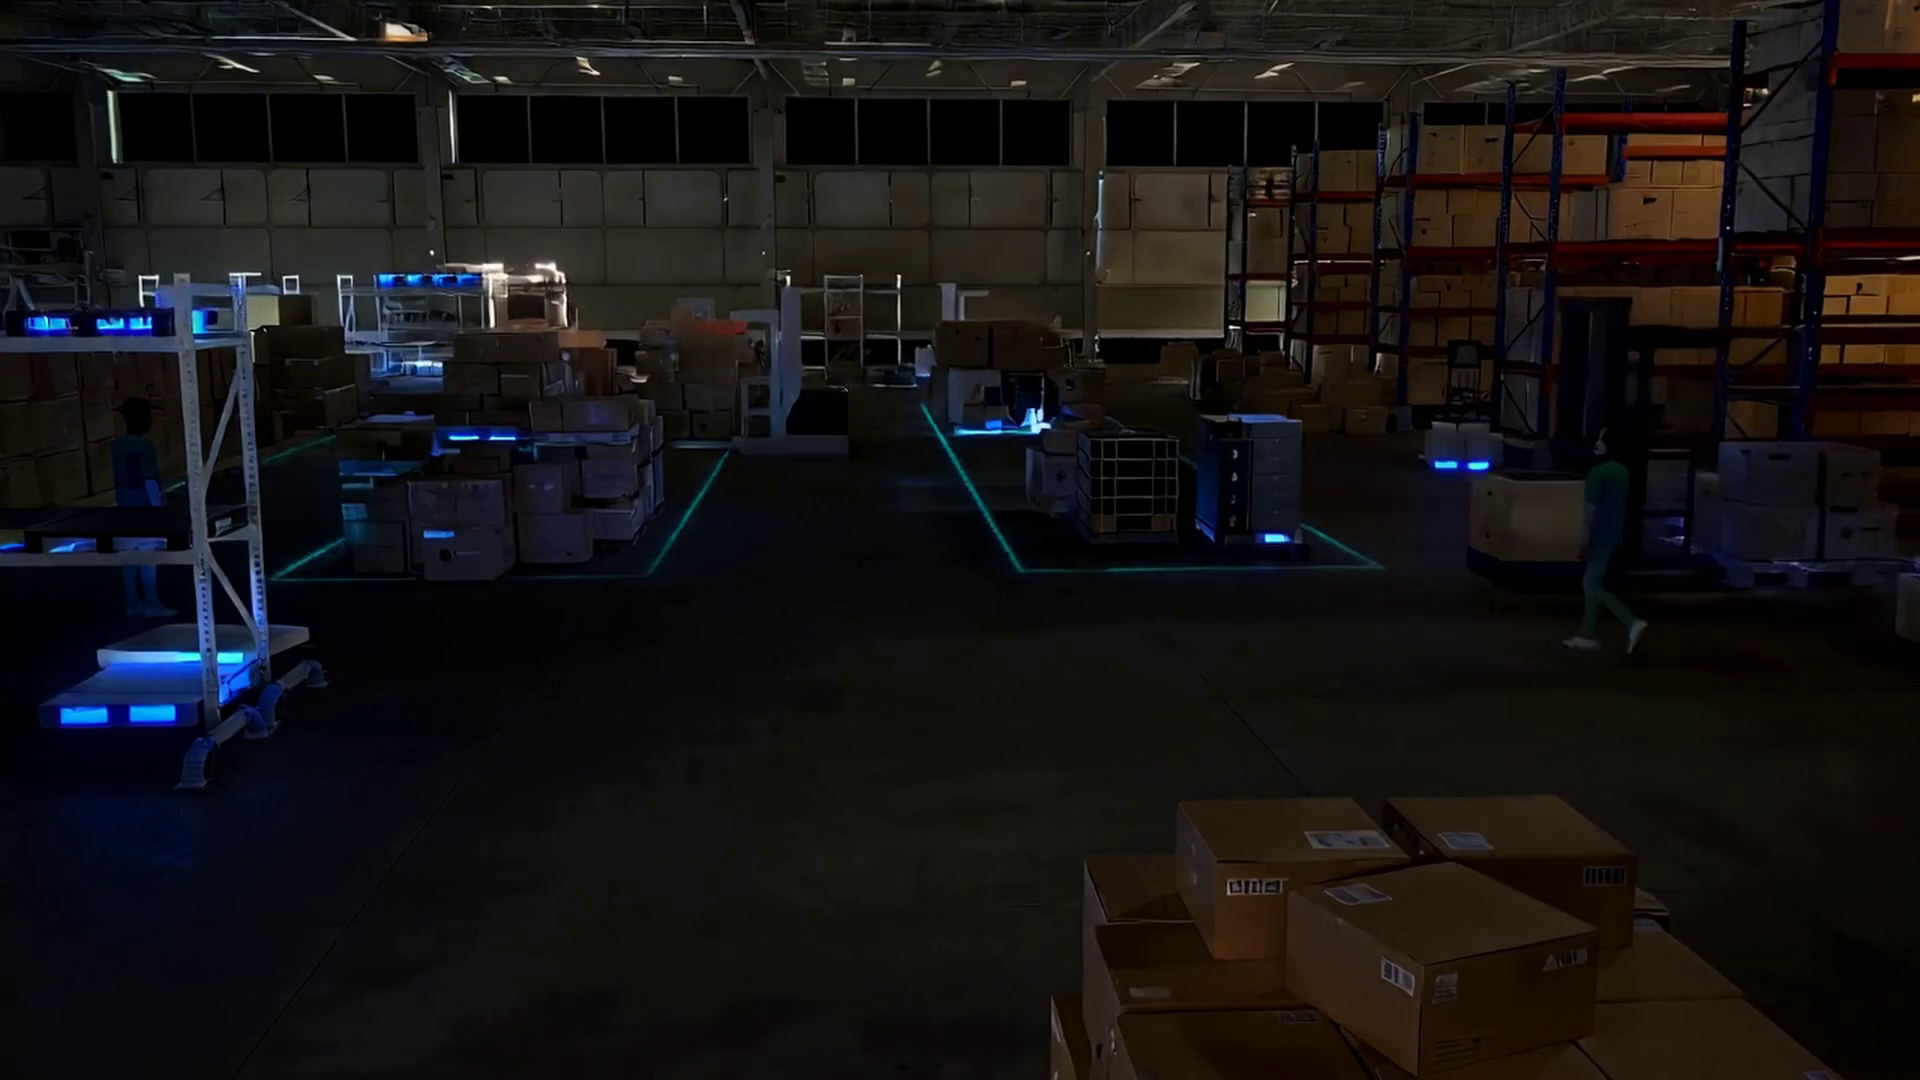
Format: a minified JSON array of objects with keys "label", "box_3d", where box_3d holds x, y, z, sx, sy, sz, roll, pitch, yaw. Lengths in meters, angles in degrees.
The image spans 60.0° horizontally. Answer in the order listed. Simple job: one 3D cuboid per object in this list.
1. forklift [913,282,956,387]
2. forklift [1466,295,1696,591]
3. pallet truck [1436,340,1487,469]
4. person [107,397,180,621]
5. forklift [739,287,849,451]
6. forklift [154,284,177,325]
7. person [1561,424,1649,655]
[{"label":"forklift","box_3d":[-0.311,-5.566,44.978,1.873,2.768,1.129,-1,9,-4]},{"label":"forklift","box_3d":[6.051,-0.972,16.136,1.873,2.768,1.129,-1,9,-4]},{"label":"pallet truck","box_3d":[8.004,-2.170,26.422,0.823,1.965,1.885,2,9,14]},{"label":"person","box_3d":[-7.192,-0.273,14.604,0.614,1.964,0.361,6,11,32]},{"label":"forklift","box_3d":[-2.857,-2.959,28.607,1.873,2.768,1.129,-1,9,-4]},{"label":"forklift","box_3d":[-17.795,-4.385,37.562,1.873,2.768,1.129,-6,11,-32]},{"label":"person","box_3d":[5.170,0.007,13.232,0.521,1.851,0.721,-7,11,-38]}]
